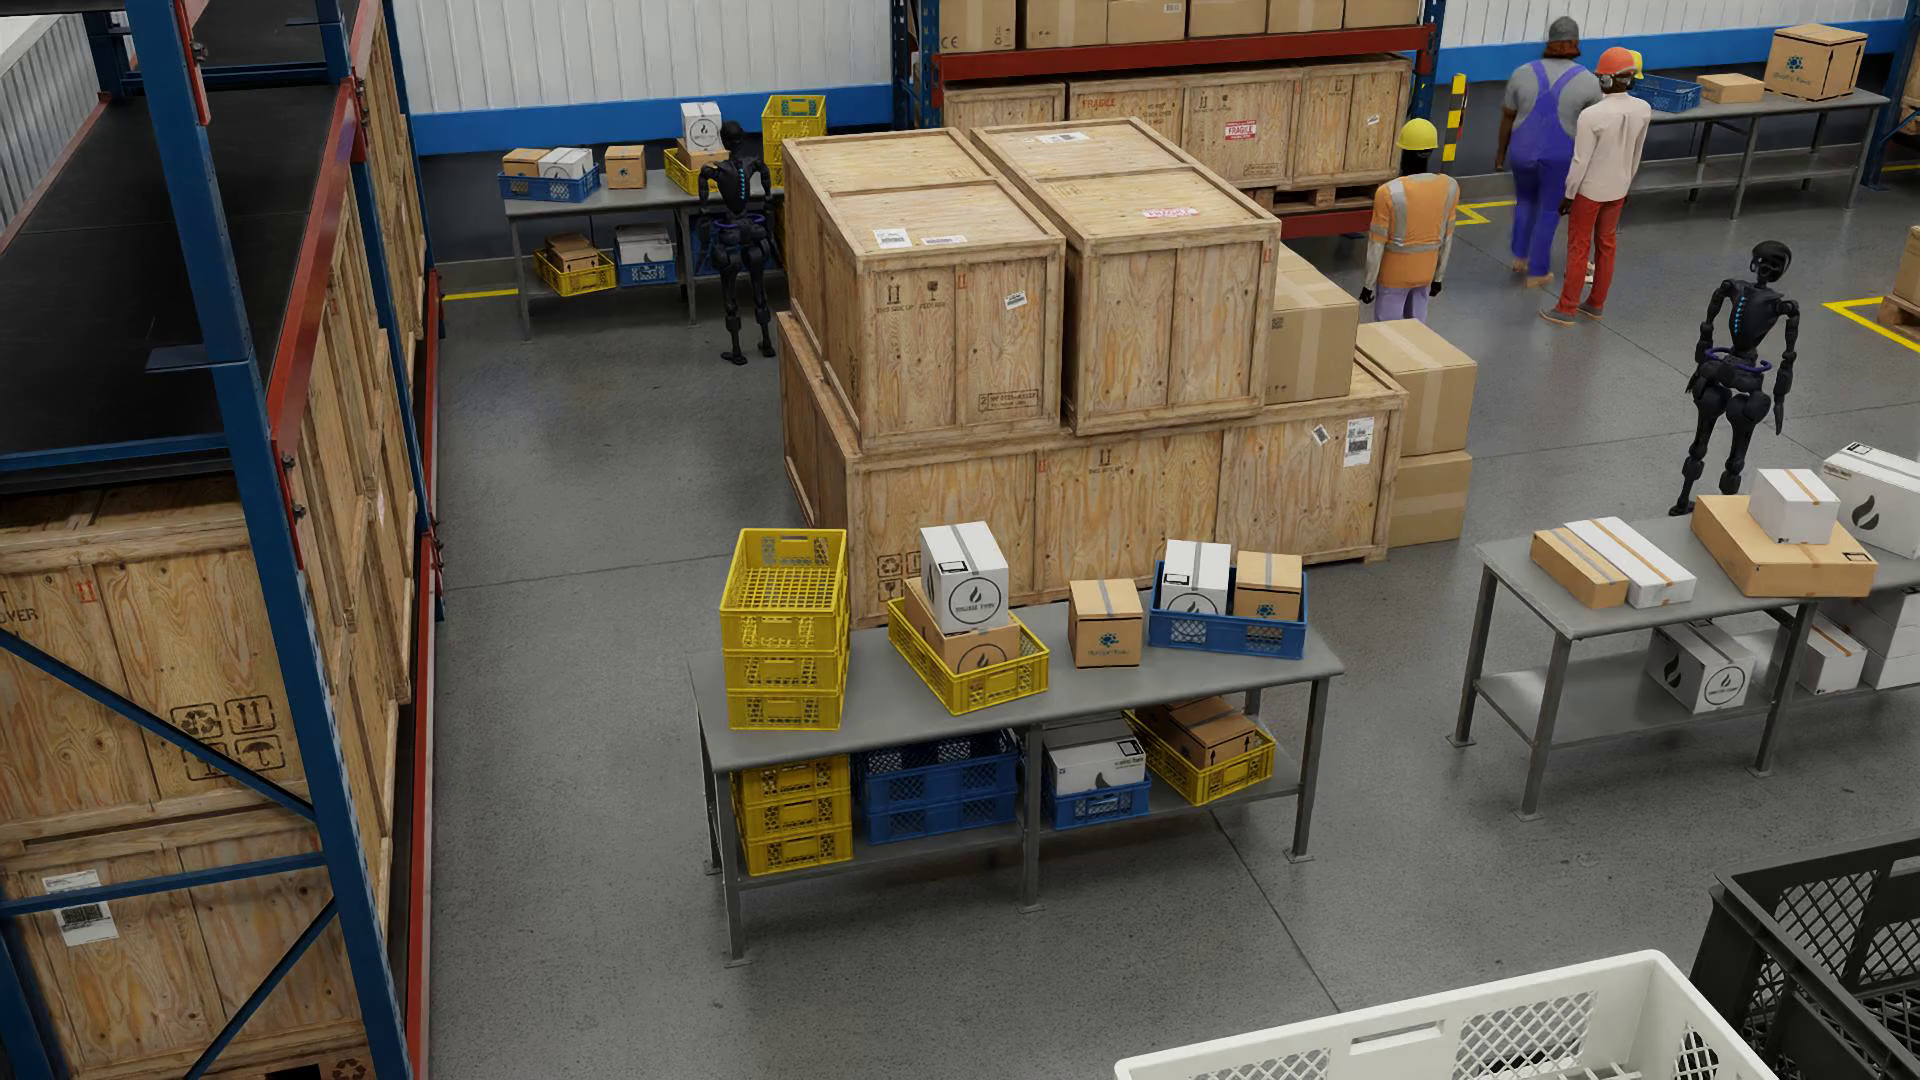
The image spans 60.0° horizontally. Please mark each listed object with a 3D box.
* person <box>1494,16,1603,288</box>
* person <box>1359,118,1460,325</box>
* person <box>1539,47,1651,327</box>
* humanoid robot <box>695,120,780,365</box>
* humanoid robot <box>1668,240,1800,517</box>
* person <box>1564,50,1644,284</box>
[{"bbox_3d":[4.480,-2.952,12.640,0.738,2.000,0.567,17,33,29],"label":"person"},{"bbox_3d":[2.788,-1.683,10.467,0.586,1.919,0.398,-10,30,-17],"label":"person"},{"bbox_3d":[4.551,-2.503,11.877,0.608,1.991,0.380,-12,31,-20],"label":"person"},{"bbox_3d":[-1.511,-2.027,11.324,0.612,1.655,0.316,-18,33,-29],"label":"humanoid robot"},{"bbox_3d":[4.294,-0.858,9.204,0.320,1.653,0.611,-18,33,-29],"label":"humanoid robot"},{"bbox_3d":[4.950,-2.870,12.782,0.325,1.759,0.524,14,32,24],"label":"person"}]
